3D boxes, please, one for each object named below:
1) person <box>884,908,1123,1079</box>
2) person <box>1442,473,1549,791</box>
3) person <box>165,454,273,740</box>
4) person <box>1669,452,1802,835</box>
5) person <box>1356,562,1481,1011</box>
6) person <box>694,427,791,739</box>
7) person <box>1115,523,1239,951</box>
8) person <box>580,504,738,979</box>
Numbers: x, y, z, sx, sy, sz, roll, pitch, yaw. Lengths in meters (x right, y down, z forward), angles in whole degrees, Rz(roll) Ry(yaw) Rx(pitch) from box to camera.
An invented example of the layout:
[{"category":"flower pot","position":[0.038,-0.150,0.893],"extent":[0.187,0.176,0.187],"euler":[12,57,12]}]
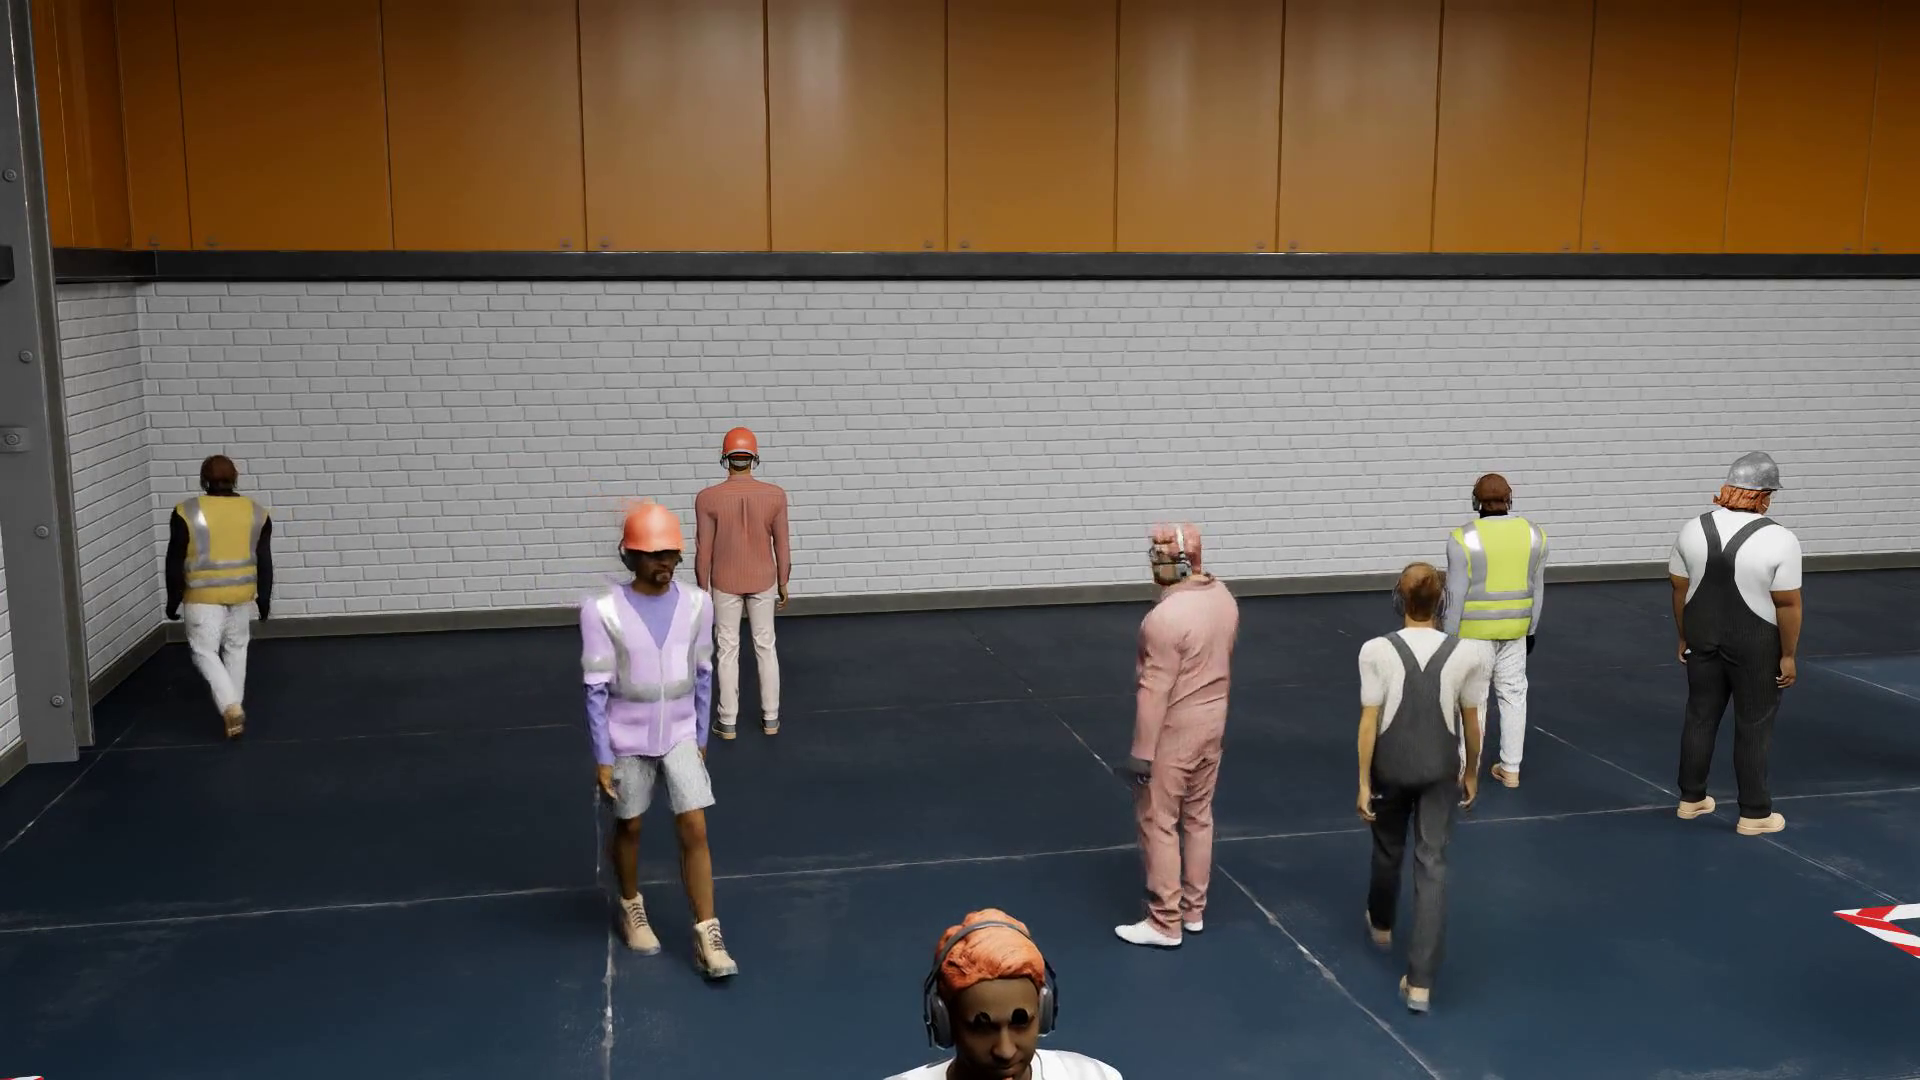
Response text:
[{"category":"person","position":[0.045,1.578,3.035],"extent":[0.583,1.882,0.338],"euler":[-3,10,-20]},{"category":"person","position":[3.038,0.530,9.571],"extent":[0.619,1.839,0.430],"euler":[-2,10,-12]},{"category":"person","position":[-4.736,0.357,10.688],"extent":[0.823,1.819,0.635],"euler":[8,12,41]},{"category":"person","position":[4.192,0.534,8.923],"extent":[0.536,2.000,0.688],"euler":[-7,11,-36]},{"category":"person","position":[1.916,0.977,6.988],"extent":[0.528,1.787,0.991],"euler":[1,9,6]},{"category":"person","position":[-1.392,0.274,10.643],"extent":[0.624,1.992,0.386],"euler":[-3,10,-20]},{"category":"person","position":[0.969,0.862,7.387],"extent":[0.405,1.896,0.685],"euler":[8,12,40]},{"category":"person","position":[-1.267,0.857,7.019],"extent":[0.608,2.009,0.947],"euler":[-5,11,-28]}]
